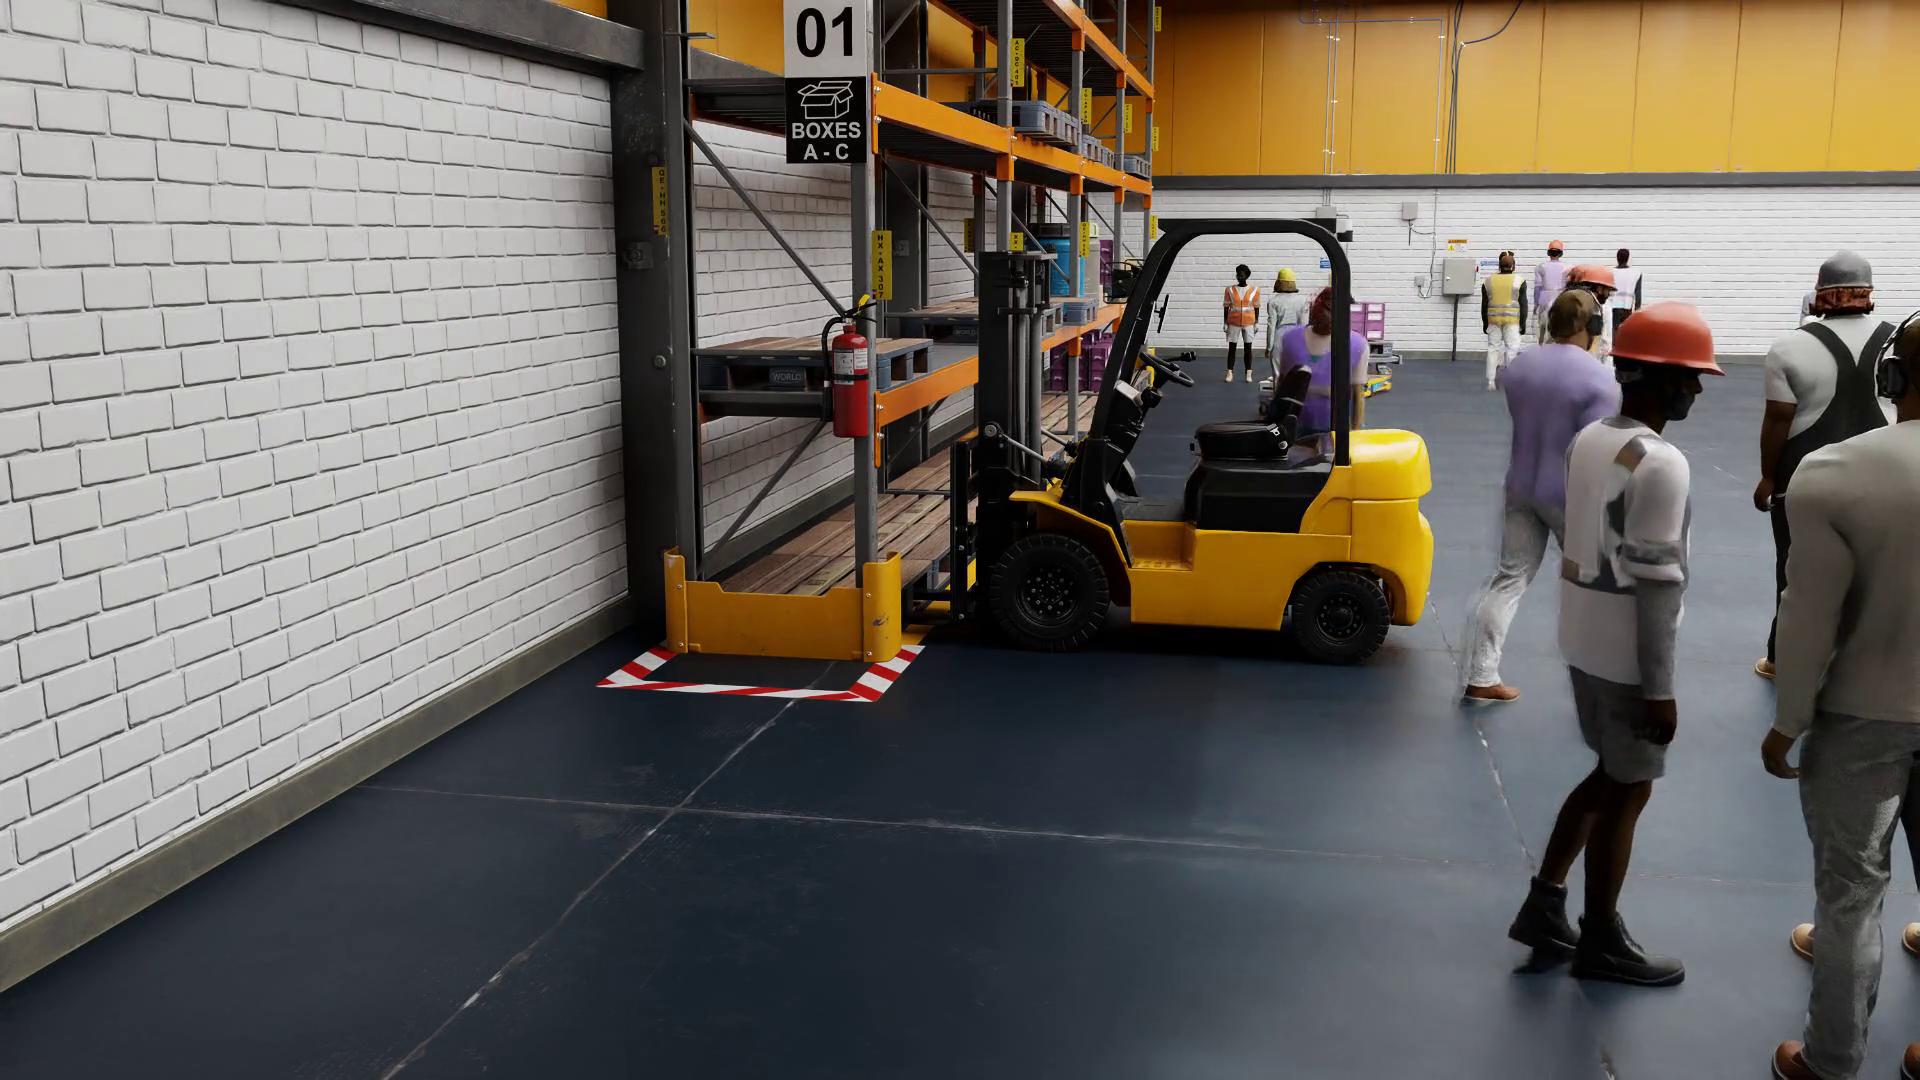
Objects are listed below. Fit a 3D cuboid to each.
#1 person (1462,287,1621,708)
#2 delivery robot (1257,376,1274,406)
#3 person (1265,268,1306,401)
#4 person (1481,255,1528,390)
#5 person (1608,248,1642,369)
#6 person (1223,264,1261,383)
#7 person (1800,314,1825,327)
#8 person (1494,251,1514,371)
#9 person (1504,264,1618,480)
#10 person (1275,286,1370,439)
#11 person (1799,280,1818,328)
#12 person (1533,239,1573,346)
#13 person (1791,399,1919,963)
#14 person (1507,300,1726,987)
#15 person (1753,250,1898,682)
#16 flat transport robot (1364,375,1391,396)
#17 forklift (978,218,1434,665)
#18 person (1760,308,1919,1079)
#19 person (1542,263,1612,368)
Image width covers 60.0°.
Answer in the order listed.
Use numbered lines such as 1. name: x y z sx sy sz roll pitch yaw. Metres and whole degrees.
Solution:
1. person: 2.694 -0.185 7.455 1.022 1.875 0.616 -7 12 -33
2. delivery robot: 3.755 -1.774 19.489 0.477 0.478 0.707 6 12 30
3. person: 3.668 -2.200 18.819 0.487 1.744 0.312 -3 11 -17
4. person: 7.442 -2.962 22.731 0.624 1.844 0.429 7 12 33
5. person: 10.441 -3.652 26.325 0.619 1.904 0.538 4 11 19
6. person: 4.042 -3.106 23.908 0.541 1.699 0.315 2 11 10
7. person: 7.929 -1.489 15.234 0.542 1.633 0.346 3 11 14
8. person: 8.523 -3.585 26.081 0.329 1.867 0.511 -1 10 -8
9. person: 4.990 -1.306 13.587 1.017 1.884 0.562 0 10 2
10. person: 2.185 -0.673 10.289 0.686 1.802 0.450 7 12 33
11. person: 11.794 -2.862 22.796 0.503 1.610 0.611 8 13 37
12. person: 9.656 -3.862 27.111 0.608 2.044 0.370 3 11 17
13. person: 2.657 0.334 4.663 0.636 1.842 0.429 0 10 2
14. person: 1.811 0.307 4.595 0.471 1.922 0.552 0 10 0
15. person: 4.048 -0.331 7.762 0.675 2.000 0.537 2 10 9
16. flat transport robot: 5.248 -2.073 22.164 0.652 0.197 1.431 5 12 27
17. forklift: 1.285 -0.567 8.635 2.313 2.155 1.214 2 11 11
18. person: 2.224 0.422 3.912 0.635 1.937 0.354 1 10 6
19. person: 5.470 -1.506 14.700 0.628 1.862 0.524 8 13 37
